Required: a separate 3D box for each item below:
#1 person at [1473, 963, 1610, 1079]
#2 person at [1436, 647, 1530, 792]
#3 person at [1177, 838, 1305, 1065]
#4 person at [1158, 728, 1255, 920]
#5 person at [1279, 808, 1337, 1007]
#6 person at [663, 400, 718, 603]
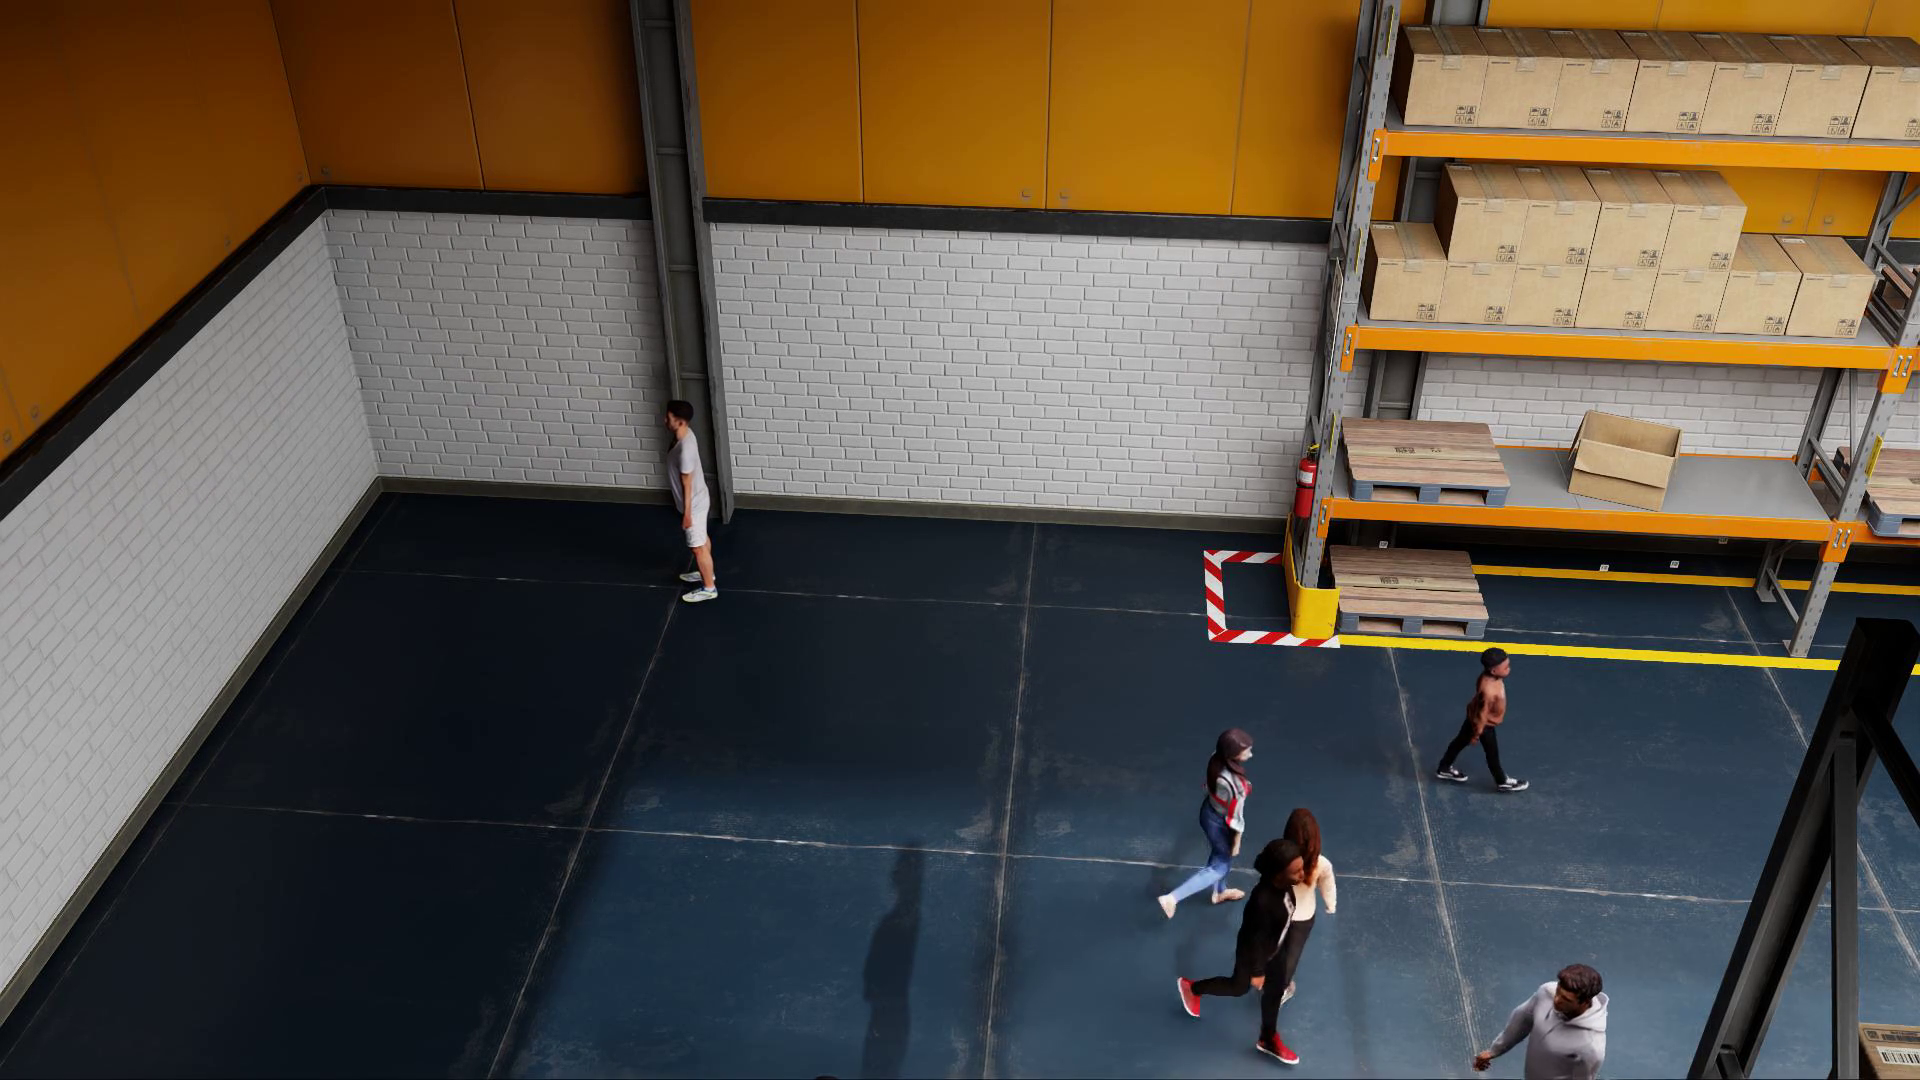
[{"bbox_3d":[3.268,2.920,8.924,1.312,1.858,0.897,-4,34,-6],"label":"person"},{"bbox_3d":[3.687,1.280,11.963,0.904,1.225,0.635,9,35,13],"label":"person"},{"bbox_3d":[1.705,2.397,9.906,1.147,1.642,0.952,25,41,32],"label":"person"},{"bbox_3d":[1.617,1.858,10.760,1.027,1.594,0.844,-13,36,-18],"label":"person"},{"bbox_3d":[2.021,2.292,10.226,0.779,1.461,0.813,18,38,25],"label":"person"},{"bbox_3d":[-2.231,-0.347,13.844,0.656,1.852,0.725,-6,34,-10],"label":"person"}]
